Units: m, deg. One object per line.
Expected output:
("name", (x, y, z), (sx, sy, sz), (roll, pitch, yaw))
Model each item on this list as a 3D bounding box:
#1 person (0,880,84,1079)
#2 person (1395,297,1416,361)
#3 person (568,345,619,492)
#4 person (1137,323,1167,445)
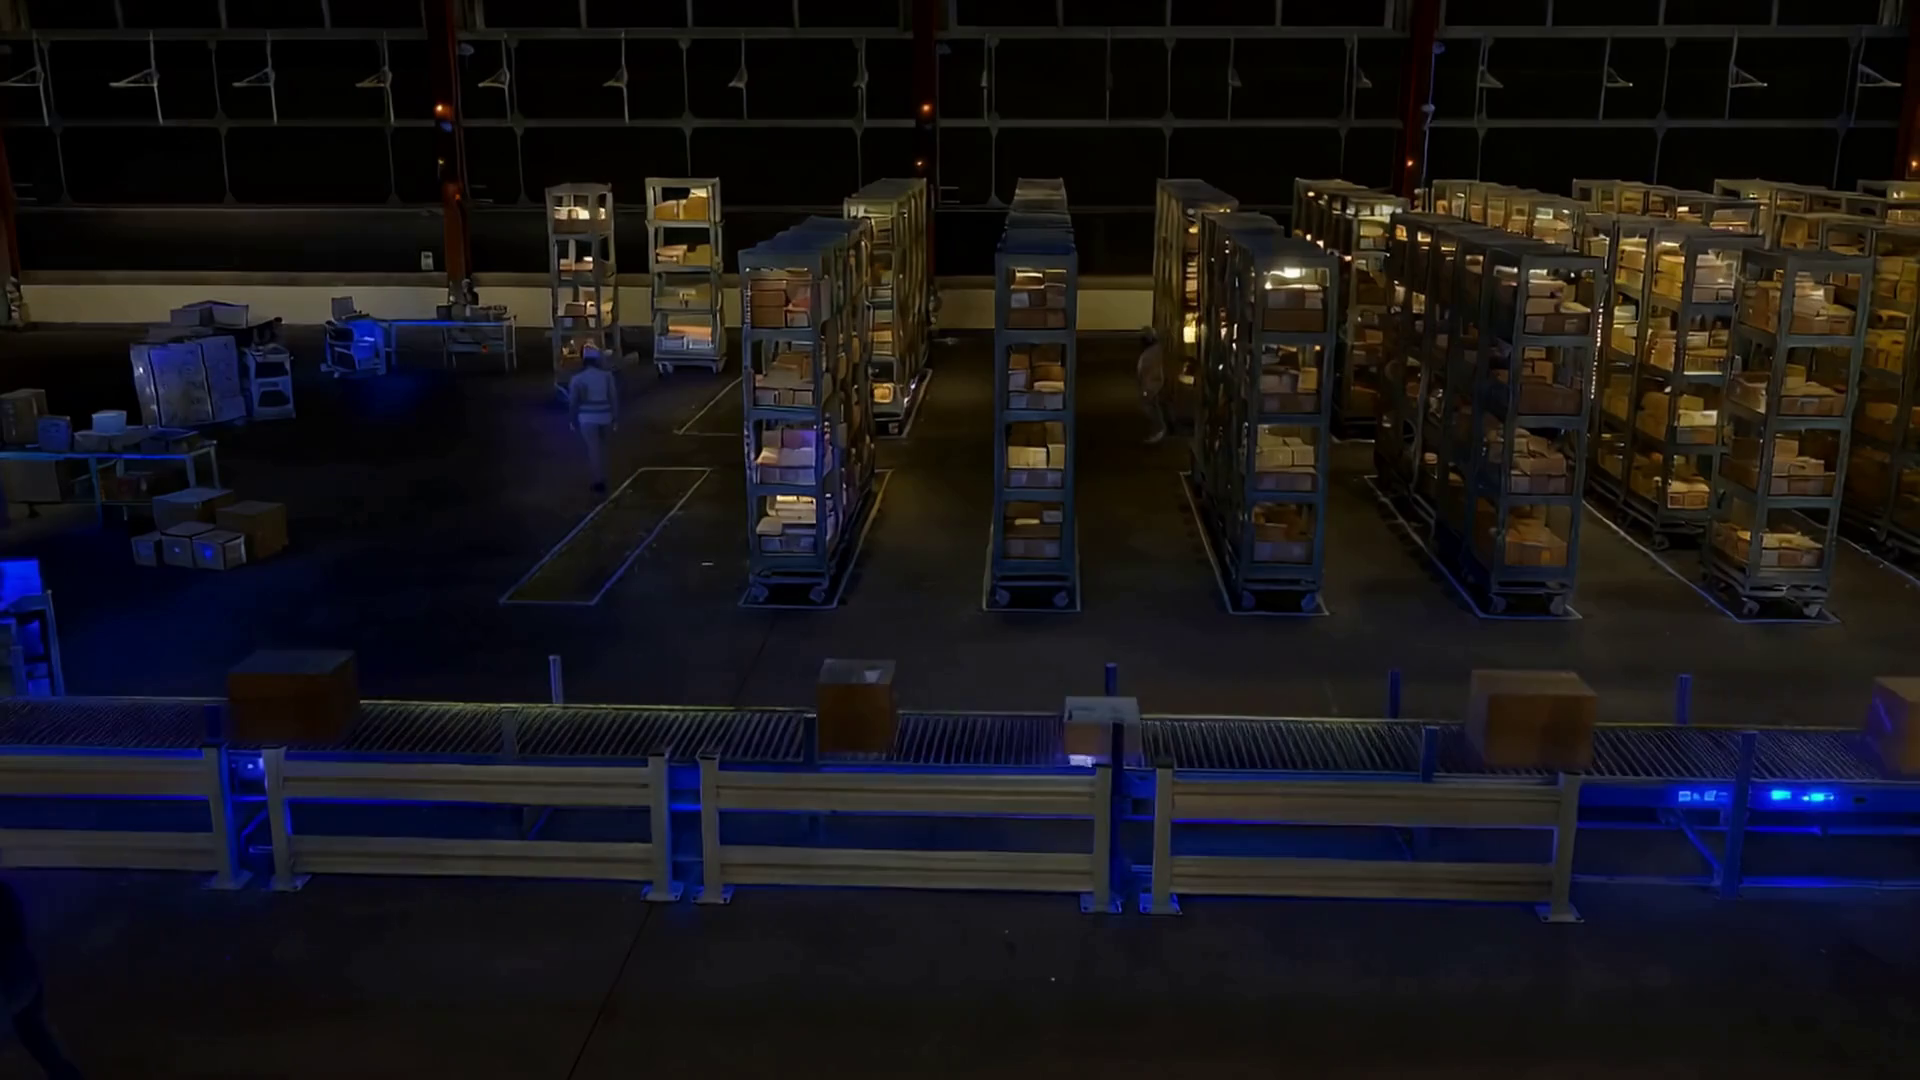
("person", (-4.691, 2.224, 8.013), (0.903, 1.721, 0.526), (-3, 15, -10))
("person", (7.558, -3.215, 28.026), (0.577, 1.822, 0.763), (-1, 15, -3))
("person", (-4.842, -1.609, 21.883), (0.605, 1.919, 0.677), (-11, 18, -35))
("person", (2.816, -2.303, 24.650), (0.418, 1.819, 0.608), (0, 15, 1))
